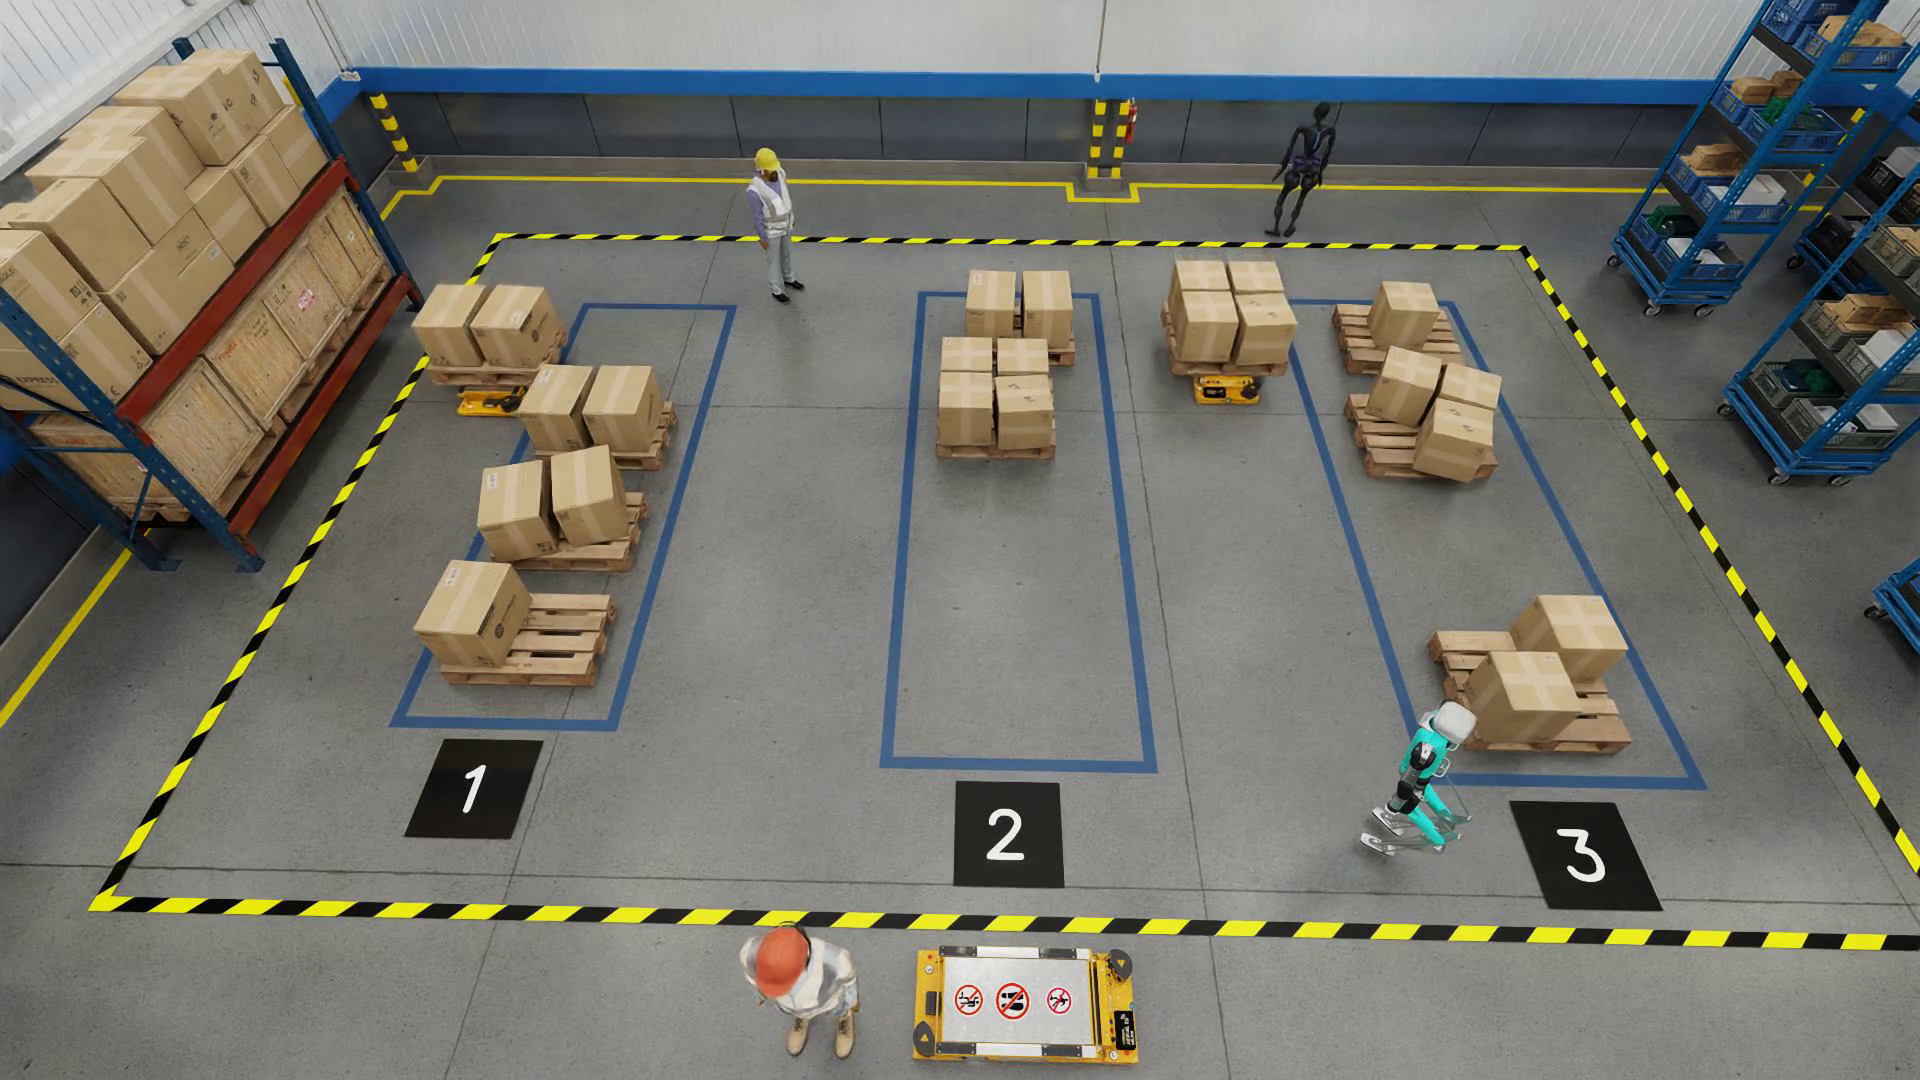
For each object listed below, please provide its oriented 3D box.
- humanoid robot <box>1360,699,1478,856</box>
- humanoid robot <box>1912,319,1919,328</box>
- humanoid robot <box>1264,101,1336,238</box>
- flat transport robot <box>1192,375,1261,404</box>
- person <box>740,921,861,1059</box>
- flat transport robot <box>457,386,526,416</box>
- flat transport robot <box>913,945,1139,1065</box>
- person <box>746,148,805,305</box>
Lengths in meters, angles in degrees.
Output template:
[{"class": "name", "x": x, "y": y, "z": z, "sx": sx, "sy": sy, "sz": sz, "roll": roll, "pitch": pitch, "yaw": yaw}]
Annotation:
[{"class": "humanoid robot", "x": 3.166, "y": 1.699, "z": 6.069, "sx": 0.735, "sy": 1.673, "sz": 0.533, "roll": 34, "pitch": 58, "yaw": 25}, {"class": "humanoid robot", "x": 10.506, "y": -2.564, "z": 9.657, "sx": 0.315, "sy": 1.657, "sz": 0.599, "roll": 21, "pitch": 54, "yaw": 16}, {"class": "humanoid robot", "x": 4.196, "y": -4.510, "z": 11.251, "sx": 0.605, "sy": 1.640, "sz": 0.400, "roll": -2, "pitch": 51, "yaw": -1}, {"class": "flat transport robot", "x": 2.866, "y": -2.057, "z": 10.145, "sx": 0.652, "sy": 0.197, "sz": 1.431, "roll": 1, "pitch": 51, "yaw": 1}, {"class": "person", "x": -0.876, "y": 2.602, "z": 5.222, "sx": 0.613, "sy": 2.040, "sz": 0.390, "roll": 4, "pitch": 51, "yaw": 3}, {"class": "flat transport robot", "x": -4.940, "y": -1.907, "z": 10.022, "sx": 0.652, "sy": 0.197, "sz": 1.431, "roll": 1, "pitch": 51, "yaw": 1}, {"class": "flat transport robot", "x": 0.422, "y": 3.041, "z": 6.007, "sx": 1.431, "sy": 0.231, "sz": 0.659, "roll": 1, "pitch": 51, "yaw": 1}, {"class": "person", "x": -2.070, "y": -3.557, "z": 10.376, "sx": 0.404, "sy": 1.829, "sz": 0.599, "roll": 23, "pitch": 54, "yaw": 18}]
